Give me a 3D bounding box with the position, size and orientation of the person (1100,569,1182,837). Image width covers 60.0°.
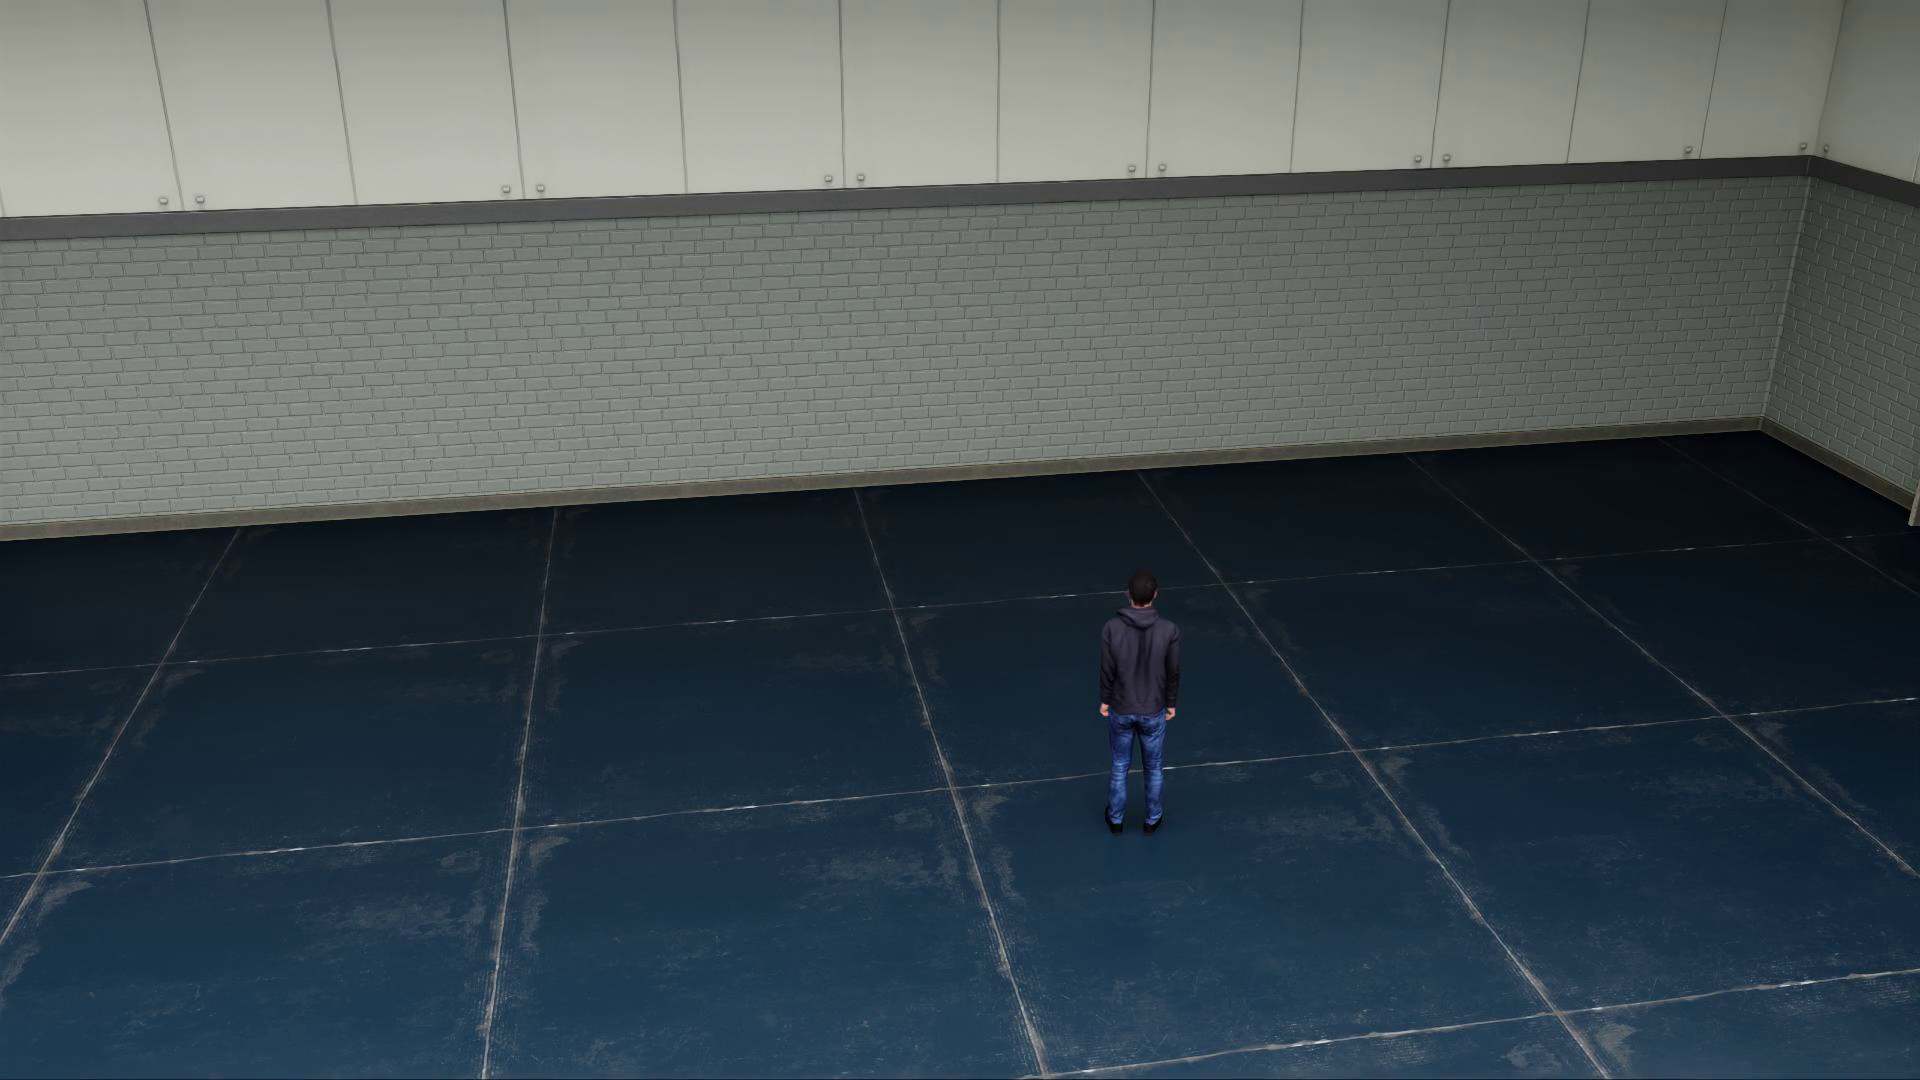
[{"bbox_3d":[1.164,1.081,10.900,0.720,1.895,0.652,1,23,3],"label":"person"}]
